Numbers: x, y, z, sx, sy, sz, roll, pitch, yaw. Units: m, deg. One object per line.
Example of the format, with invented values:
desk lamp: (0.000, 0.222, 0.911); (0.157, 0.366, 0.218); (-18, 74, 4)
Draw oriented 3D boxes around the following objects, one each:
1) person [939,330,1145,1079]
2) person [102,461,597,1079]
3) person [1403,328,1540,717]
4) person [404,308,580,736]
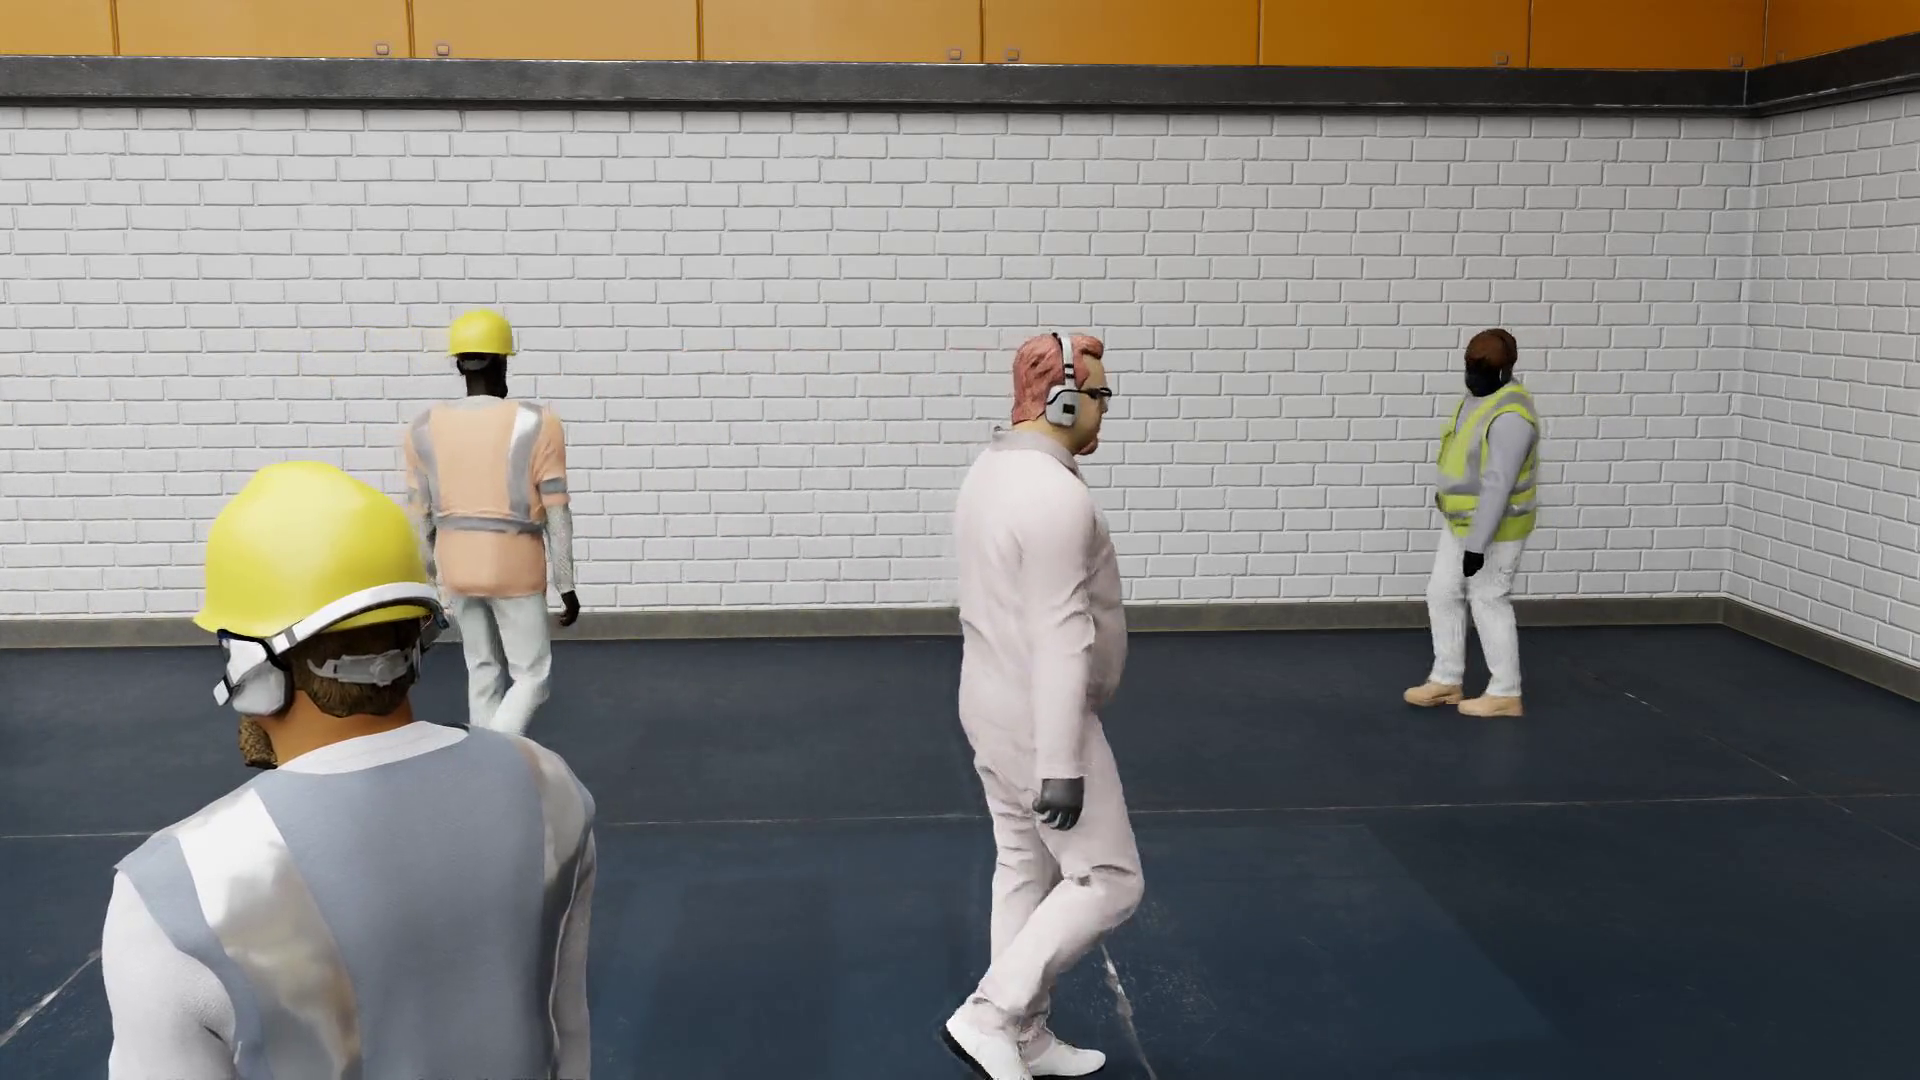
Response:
person: (0.215, 0.445, 4.013); (0.420, 1.890, 0.663); (-2, 9, -14)
person: (-0.664, 0.824, 1.873); (0.403, 1.826, 0.591); (6, 11, 31)
person: (2.330, -0.055, 7.487); (0.587, 1.792, 0.702); (-1, 9, -3)
person: (-1.692, 0.129, 5.959); (0.604, 1.911, 0.684); (1, 9, 8)
